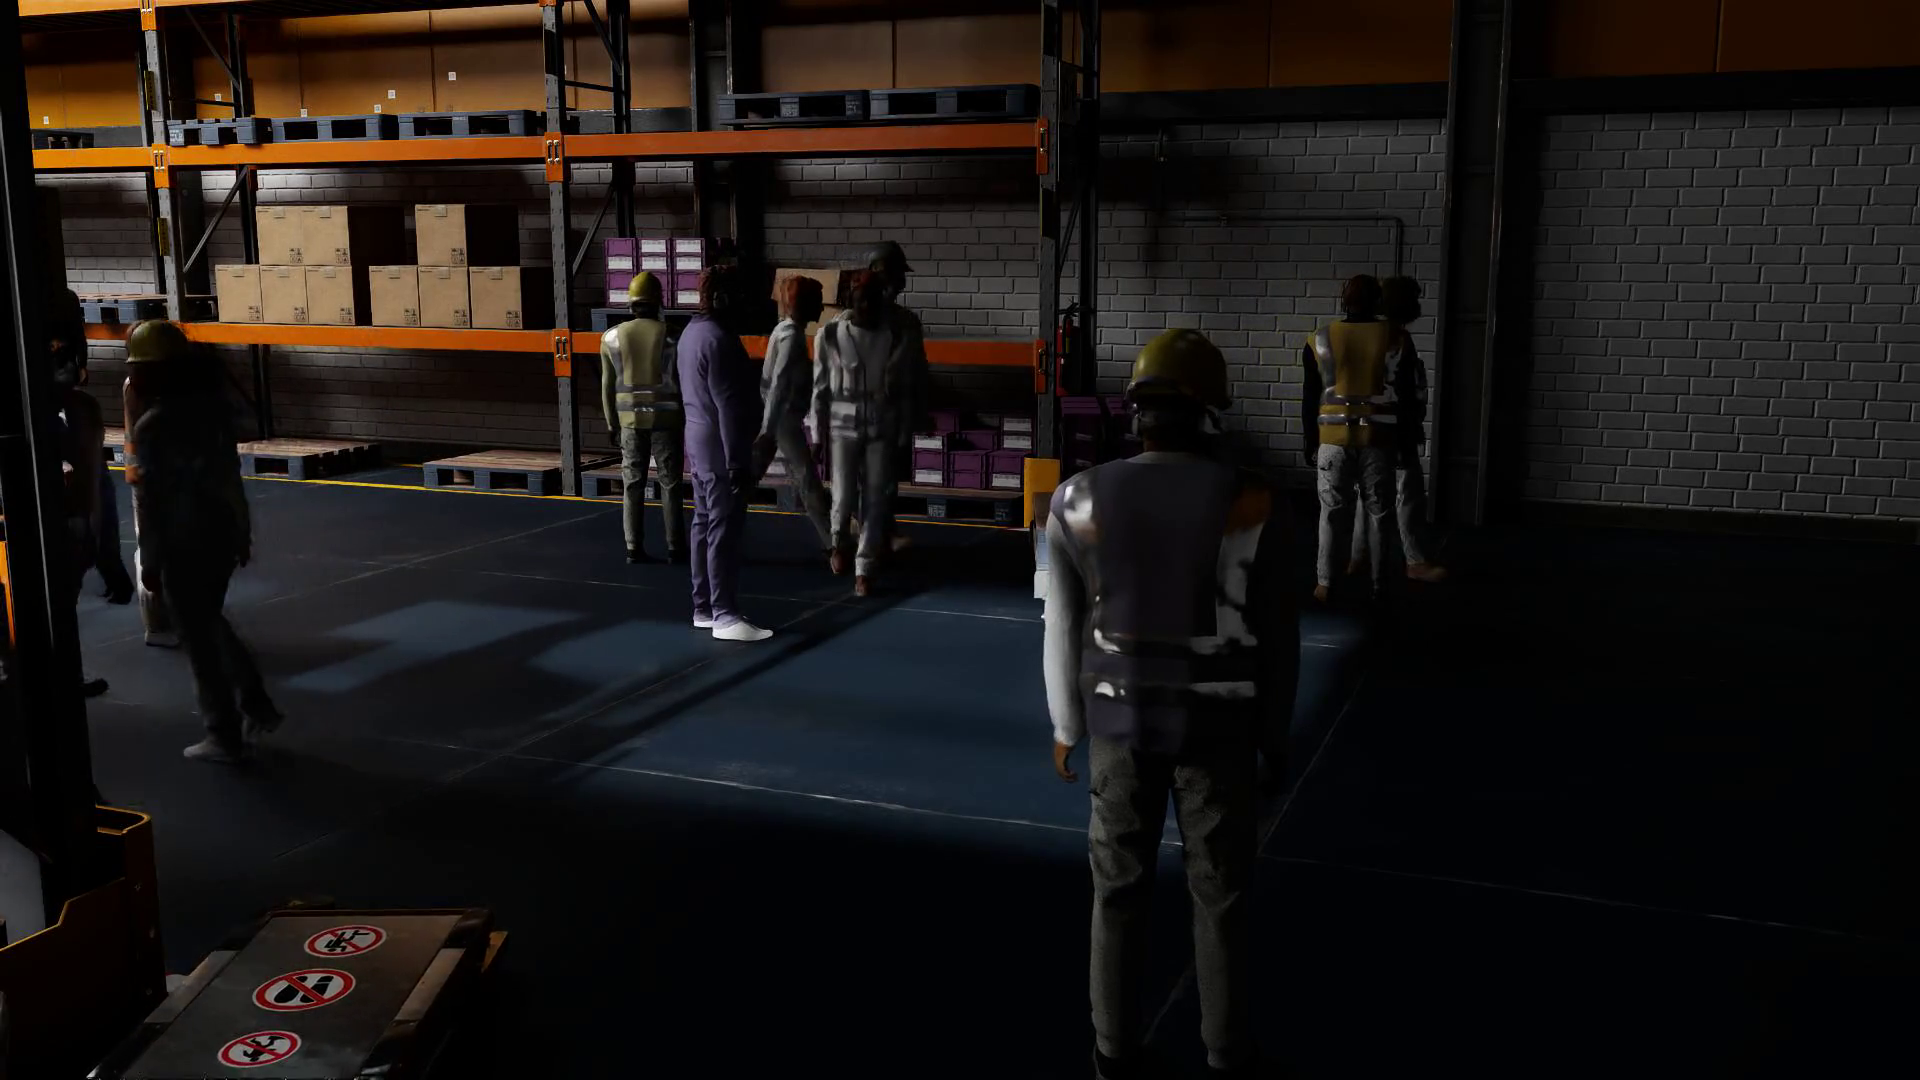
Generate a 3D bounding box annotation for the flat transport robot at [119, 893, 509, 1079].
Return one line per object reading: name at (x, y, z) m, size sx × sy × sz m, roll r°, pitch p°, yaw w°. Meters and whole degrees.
flat transport robot at (-1.571, 1.192, 3.950) m, size 0.652 × 0.197 × 1.431 m, roll 0°, pitch 10°, yaw -1°

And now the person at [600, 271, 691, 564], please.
person at (-1.936, -0.760, 10.457) m, size 0.600 × 1.836 × 0.404 m, roll 1°, pitch 10°, yaw 4°

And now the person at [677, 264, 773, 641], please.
person at (-1.199, -0.440, 8.488) m, size 0.409 × 1.907 × 0.651 m, roll -5°, pitch 11°, yaw -25°

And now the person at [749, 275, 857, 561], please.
person at (-1.147, -0.745, 10.471) m, size 1.088 × 1.823 × 0.631 m, roll -3°, pitch 10°, yaw -14°

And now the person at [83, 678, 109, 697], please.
person at (-4.276, -0.227, 7.304) m, size 0.813 × 1.909 × 0.552 m, roll -2°, pitch 10°, yaw -10°

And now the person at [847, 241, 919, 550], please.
person at (-0.469, -0.923, 10.803) m, size 0.535 × 2.000 × 0.704 m, roll 3°, pitch 10°, yaw 14°

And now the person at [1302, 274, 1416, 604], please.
person at (2.221, -0.555, 9.310) m, size 0.627 × 1.844 × 0.429 m, roll 2°, pitch 10°, yaw 12°

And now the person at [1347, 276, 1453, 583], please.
person at (2.641, -0.660, 9.955) m, size 0.617 × 1.817 × 0.665 m, roll 2°, pitch 10°, yaw 8°

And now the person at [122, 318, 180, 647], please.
person at (-4.038, -0.290, 8.382) m, size 0.311 × 1.643 × 0.514 m, roll -3°, pitch 11°, yaw -16°

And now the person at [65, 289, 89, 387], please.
person at (-7.661, -1.472, 13.979) m, size 0.612 × 1.997 × 0.376 m, roll -4°, pitch 11°, yaw -20°

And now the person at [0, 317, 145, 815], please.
person at (-3.132, 0.123, 5.726) m, size 0.860 × 1.802 × 0.634 m, roll 1°, pitch 10°, yaw 8°

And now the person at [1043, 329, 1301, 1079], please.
person at (0.496, 0.423, 3.915) m, size 0.591 × 1.822 × 0.404 m, roll 3°, pitch 11°, yaw 15°

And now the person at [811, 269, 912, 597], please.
person at (-0.571, -0.622, 9.602) m, size 0.593 × 1.866 × 0.527 m, roll -2°, pitch 10°, yaw -9°

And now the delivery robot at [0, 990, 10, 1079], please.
delivery robot at (-2.312, 1.114, 3.331) m, size 0.707 × 0.478 × 0.477 m, roll -5°, pitch 12°, yaw -27°

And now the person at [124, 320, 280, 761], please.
person at (-2.961, 0.022, 6.397) m, size 0.369 × 1.721 × 0.505 m, roll 3°, pitch 11°, yaw 15°

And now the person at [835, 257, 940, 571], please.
person at (-0.435, -0.765, 10.240) m, size 0.646 × 1.920 × 0.506 m, roll -8°, pitch 13°, yaw -39°
